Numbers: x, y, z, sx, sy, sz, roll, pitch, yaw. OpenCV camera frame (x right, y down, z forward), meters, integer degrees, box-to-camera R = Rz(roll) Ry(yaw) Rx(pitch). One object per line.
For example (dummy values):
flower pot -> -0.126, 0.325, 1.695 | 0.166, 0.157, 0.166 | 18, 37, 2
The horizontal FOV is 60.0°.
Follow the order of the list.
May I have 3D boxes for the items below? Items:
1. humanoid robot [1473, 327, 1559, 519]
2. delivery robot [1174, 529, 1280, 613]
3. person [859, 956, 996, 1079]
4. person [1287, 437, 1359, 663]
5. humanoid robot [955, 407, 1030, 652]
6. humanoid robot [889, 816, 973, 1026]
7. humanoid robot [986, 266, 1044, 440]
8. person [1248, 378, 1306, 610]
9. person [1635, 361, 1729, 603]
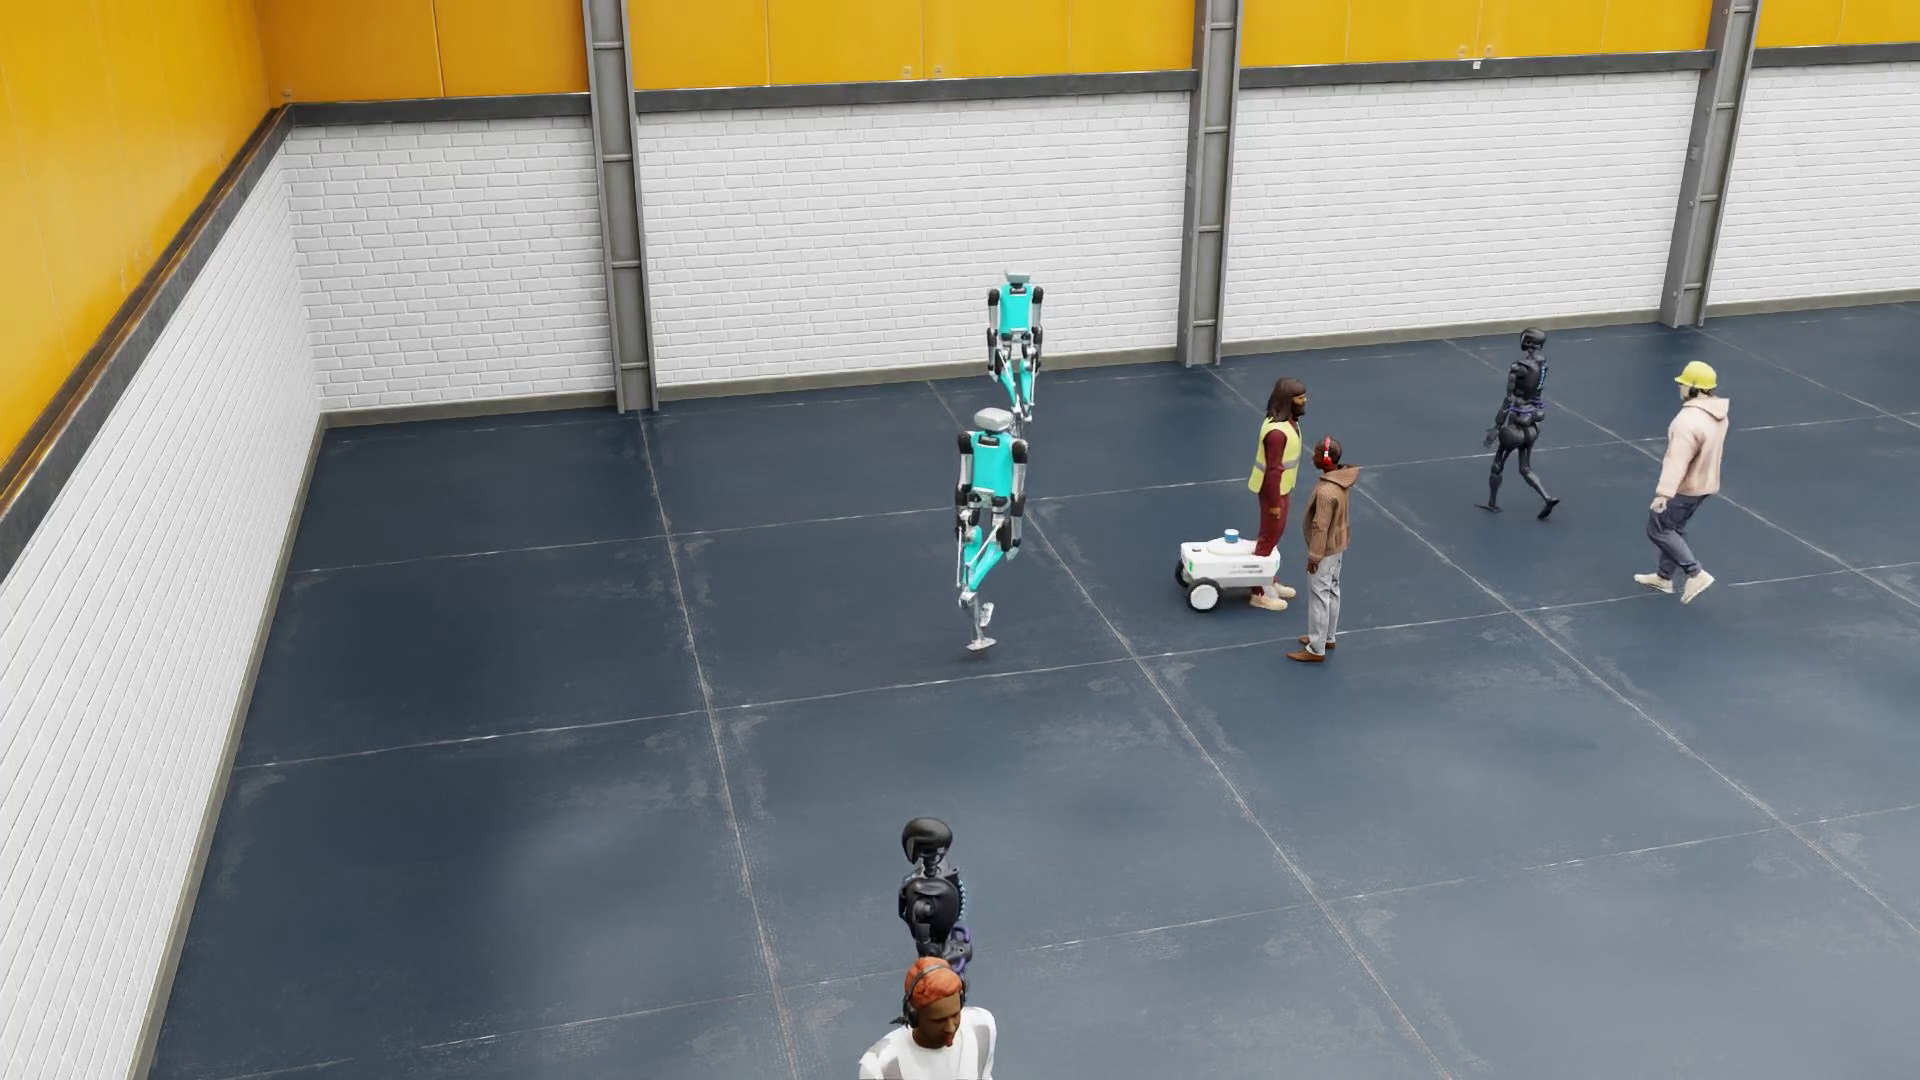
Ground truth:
humanoid robot -> 4.699, -0.964, 13.830 | 0.600, 1.638, 0.688 | -19, 30, -36
delivery robot -> 2.008, 0.220, 12.525 | 0.813, 0.610, 0.499 | -2, 24, -3
person -> -0.102, 2.317, 6.099 | 0.573, 1.881, 0.357 | -16, 28, -32
person -> 2.523, 0.071, 11.491 | 0.327, 1.648, 0.462 | 12, 26, 25
humanoid robot -> 0.116, 0.002, 11.531 | 0.535, 1.735, 0.921 | 12, 27, 26
humanoid robot -> -0.126, 1.916, 7.261 | 0.455, 1.640, 0.595 | 3, 24, 7
humanoid robot -> 0.546, -1.586, 15.123 | 0.546, 1.735, 0.991 | -7, 25, -15
person -> 2.339, -0.352, 12.312 | 0.388, 1.766, 0.471 | 10, 25, 21
person -> 5.411, -0.418, 12.346 | 0.827, 1.847, 0.550 | -21, 31, -39
